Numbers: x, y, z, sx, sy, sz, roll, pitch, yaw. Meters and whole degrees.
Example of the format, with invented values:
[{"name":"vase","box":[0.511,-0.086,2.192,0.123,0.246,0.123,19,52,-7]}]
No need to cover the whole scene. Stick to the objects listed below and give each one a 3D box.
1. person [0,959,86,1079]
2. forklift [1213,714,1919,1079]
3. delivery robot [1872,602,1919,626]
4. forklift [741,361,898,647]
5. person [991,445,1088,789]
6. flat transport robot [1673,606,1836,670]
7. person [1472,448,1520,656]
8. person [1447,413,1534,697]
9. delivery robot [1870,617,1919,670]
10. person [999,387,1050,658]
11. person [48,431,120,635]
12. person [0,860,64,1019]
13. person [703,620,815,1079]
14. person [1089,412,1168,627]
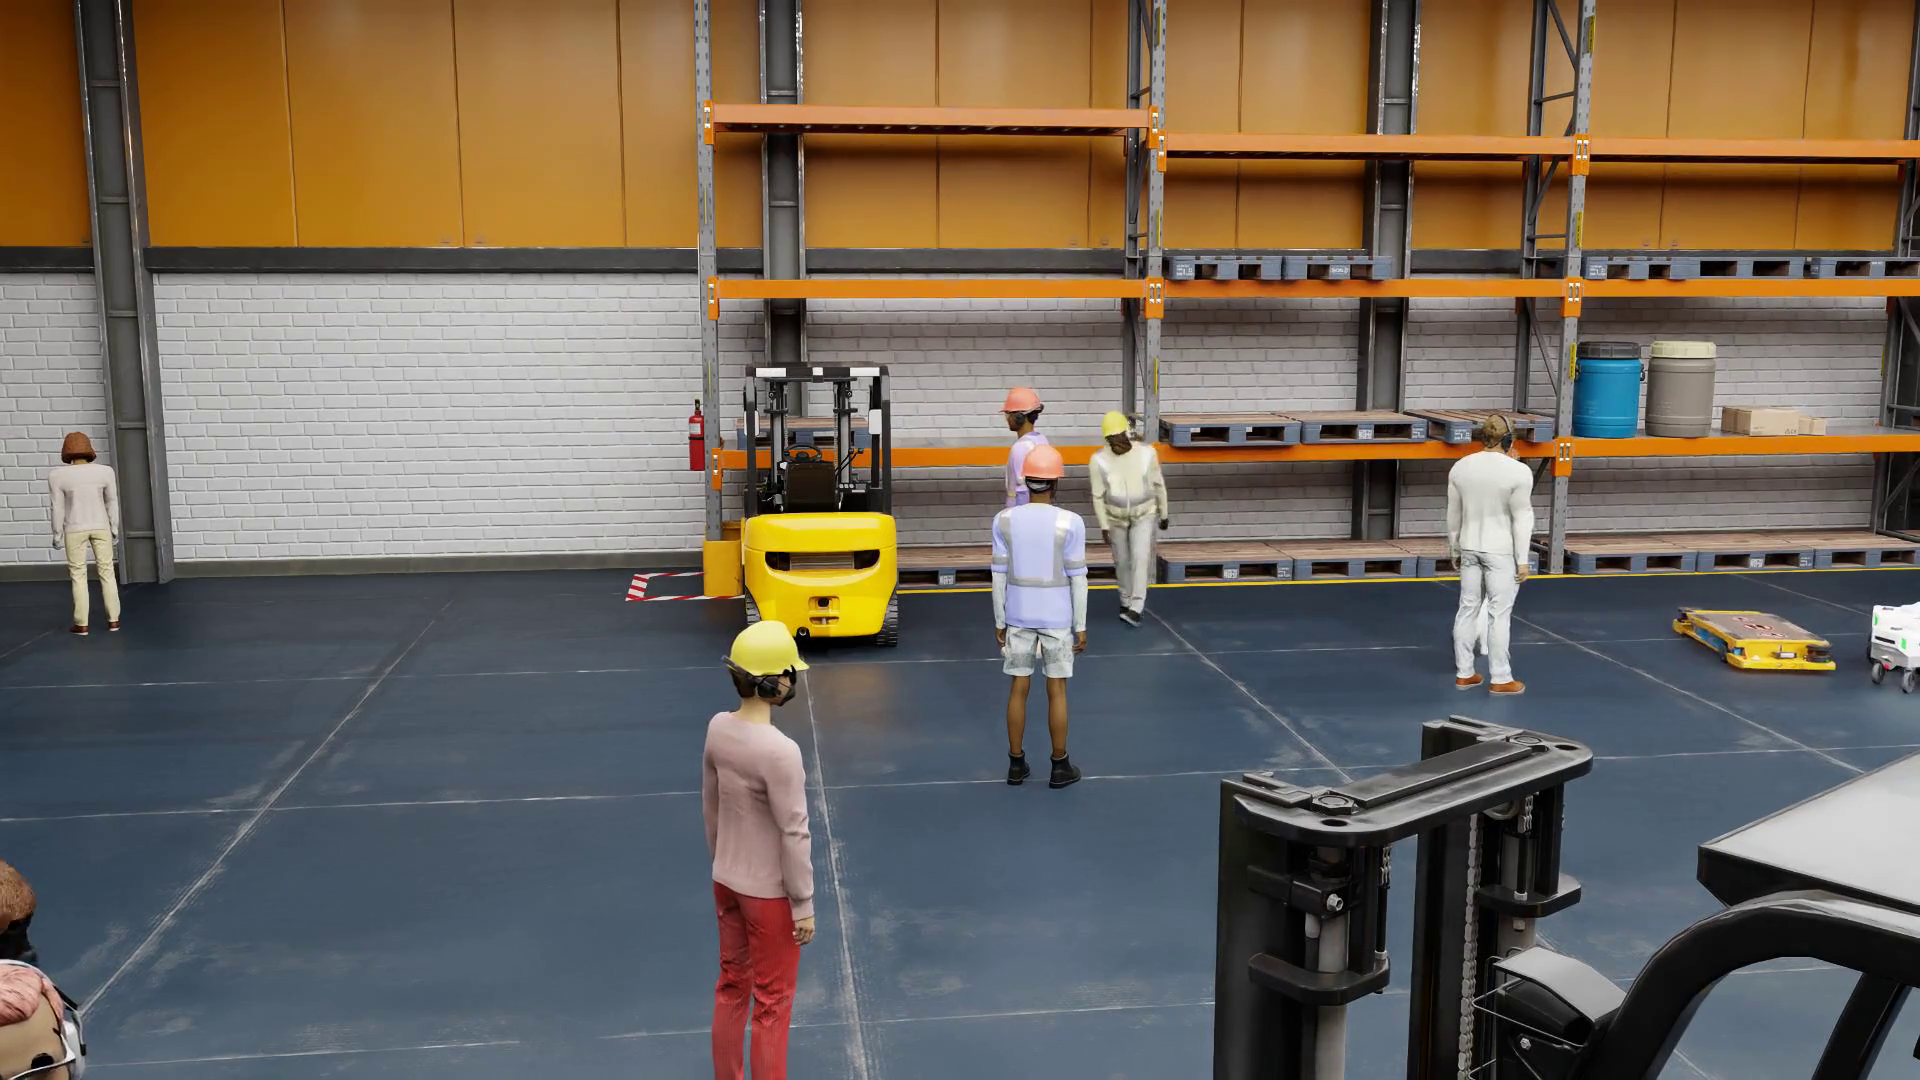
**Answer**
[{"name":"person","box":[-1.376,1.545,2.498,0.409,1.909,0.641,6,11,34]},{"name":"forklift","box":[1.441,1.425,2.350,1.214,2.155,2.313,-7,12,-39]},{"name":"delivery robot","box":[7.053,0.630,12.119,0.707,0.478,0.477,5,10,30]},{"name":"forklift","box":[-1.154,-0.340,13.365,1.214,2.155,2.313,-1,9,-7]},{"name":"person","box":[0.455,0.431,9.350,0.552,1.937,0.356,3,10,18]},{"name":"flat transport robot","box":[6.006,0.735,12.639,0.652,0.197,1.431,1,9,4]},{"name":"person","box":[3.896,0.114,12.332,0.684,1.611,0.532,-7,11,-37]},{"name":"person","box":[3.633,0.099,11.422,0.378,1.940,0.629,-7,12,-38]},{"name":"delivery robot","box":[6.753,0.710,11.622,0.707,0.478,0.477,-2,9,-13]},{"name":"person","box":[0.479,-0.129,12.522,0.396,2.042,0.610,3,10,19]},{"name":"person","box":[-7.006,-0.055,13.333,0.498,1.633,0.284,-8,12,-39]},{"name":"person","box":[-1.760,1.485,3.210,0.928,1.798,0.647,-1,9,-4]},{"name":"person","box":[-0.642,1.135,5.495,0.315,1.767,0.535,-7,12,-39]},{"name":"person","box":[1.376,-0.171,13.650,0.640,1.769,0.791,1,9,7]}]
